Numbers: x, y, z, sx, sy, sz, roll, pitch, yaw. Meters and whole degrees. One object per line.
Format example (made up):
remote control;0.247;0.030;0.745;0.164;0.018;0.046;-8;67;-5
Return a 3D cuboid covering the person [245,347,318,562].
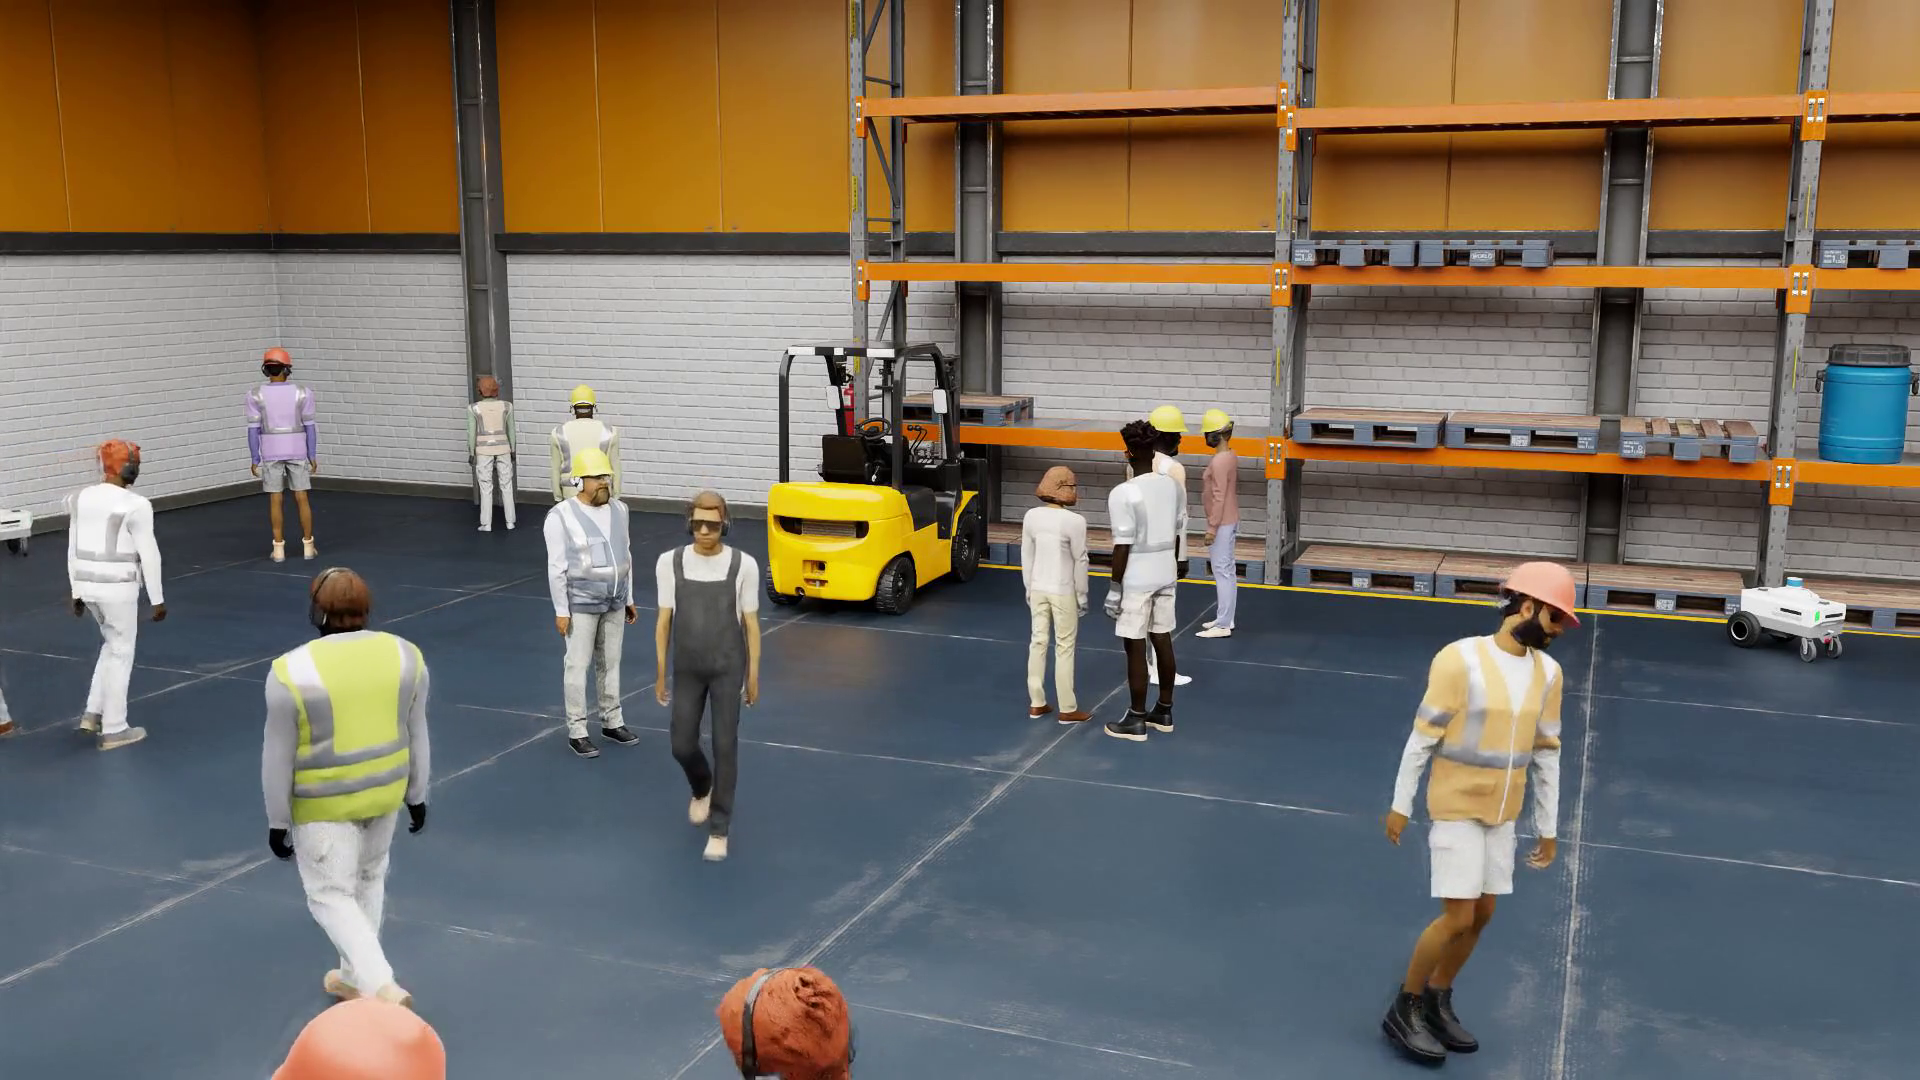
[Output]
person;-6.450;-0.809;15.848;0.609;2.034;0.404;-5;11;-24

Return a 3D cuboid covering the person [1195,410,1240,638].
person;1.980;-0.122;12.790;0.327;1.760;0.523;4;11;19

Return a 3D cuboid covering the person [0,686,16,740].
person;-6.070;0.381;9.681;0.663;1.868;1.033;5;11;26

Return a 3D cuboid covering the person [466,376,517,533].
person;-4.893;-0.893;17.417;0.511;1.639;0.308;-6;12;-28

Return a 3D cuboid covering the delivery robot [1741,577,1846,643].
delivery robot;6.158;0.519;12.306;0.477;0.478;0.707;-5;11;-24

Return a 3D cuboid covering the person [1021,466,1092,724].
person;0.608;0.345;10.537;0.501;1.632;0.286;9;14;41

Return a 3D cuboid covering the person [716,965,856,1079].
person;-0.172;1.630;2.790;0.633;1.855;0.674;-5;11;-24

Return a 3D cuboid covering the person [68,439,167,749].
person;-5.087;0.323;10.009;0.588;1.863;0.433;4;11;22

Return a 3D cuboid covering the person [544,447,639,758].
person;-2.166;0.358;9.894;0.403;1.837;0.590;8;13;38

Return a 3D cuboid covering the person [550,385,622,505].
person;-3.189;-0.410;14.224;0.591;1.824;0.404;-2;10;-10

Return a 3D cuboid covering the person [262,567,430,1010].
person;-2.310;1.004;6.358;0.796;1.816;0.633;9;14;42

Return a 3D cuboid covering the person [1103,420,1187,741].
person;1.117;0.246;10.163;0.607;1.963;0.374;-9;13;-40

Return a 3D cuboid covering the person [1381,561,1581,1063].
person;1.938;1.005;6.192;0.642;1.867;0.433;-4;11;-23

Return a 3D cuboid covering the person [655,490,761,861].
person;-1.247;0.651;8.265;0.529;1.835;0.510;0;10;-1

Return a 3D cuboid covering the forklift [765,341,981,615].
forklift;-0.739;-0.602;14.246;1.214;2.155;2.313;4;11;21

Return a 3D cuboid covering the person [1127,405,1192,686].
person;1.373;0.036;11.435;0.386;1.926;0.591;-6;12;-29

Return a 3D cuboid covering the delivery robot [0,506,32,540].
delivery robot;-9.332;-0.142;15.989;0.477;0.478;0.707;7;12;34

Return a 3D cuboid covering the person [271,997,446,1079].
person;-1.053;1.633;2.712;0.649;1.865;0.992;-6;12;-28
